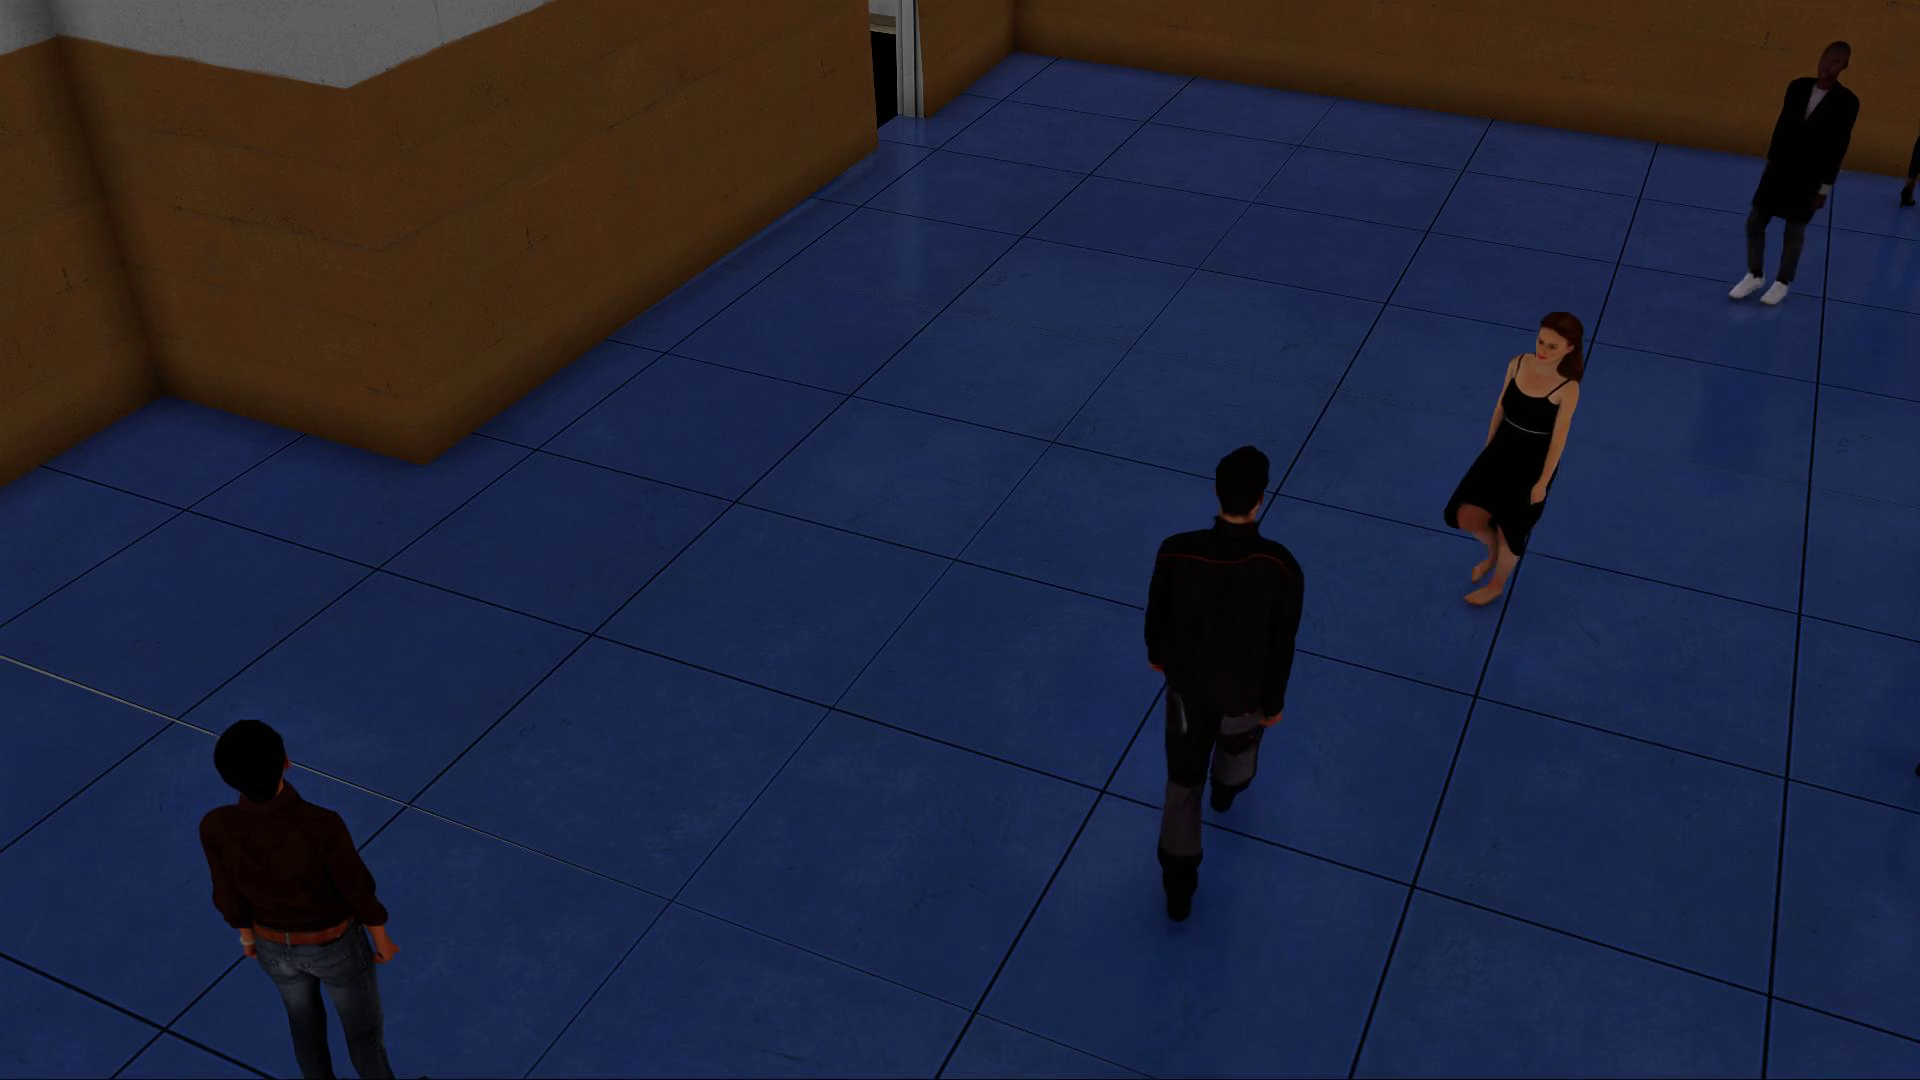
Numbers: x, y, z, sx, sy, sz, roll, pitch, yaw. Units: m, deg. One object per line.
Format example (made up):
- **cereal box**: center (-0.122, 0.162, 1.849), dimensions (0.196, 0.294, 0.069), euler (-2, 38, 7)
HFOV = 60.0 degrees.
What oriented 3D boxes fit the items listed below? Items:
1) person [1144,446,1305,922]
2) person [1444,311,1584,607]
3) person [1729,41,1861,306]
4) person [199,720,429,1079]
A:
- **person**: center (0.933, 0.591, 6.200), dimensions (1.200, 1.889, 0.922), euler (9, 35, 13)
- **person**: center (2.739, -0.381, 7.914), dimensions (0.795, 1.609, 0.731), euler (-17, 37, -23)
- **person**: center (5.490, -2.376, 10.789), dimensions (0.836, 1.746, 0.736), euler (-24, 40, -31)
- **person**: center (-2.054, 1.277, 5.266), dimensions (0.607, 1.782, 0.775), euler (1, 34, 2)
